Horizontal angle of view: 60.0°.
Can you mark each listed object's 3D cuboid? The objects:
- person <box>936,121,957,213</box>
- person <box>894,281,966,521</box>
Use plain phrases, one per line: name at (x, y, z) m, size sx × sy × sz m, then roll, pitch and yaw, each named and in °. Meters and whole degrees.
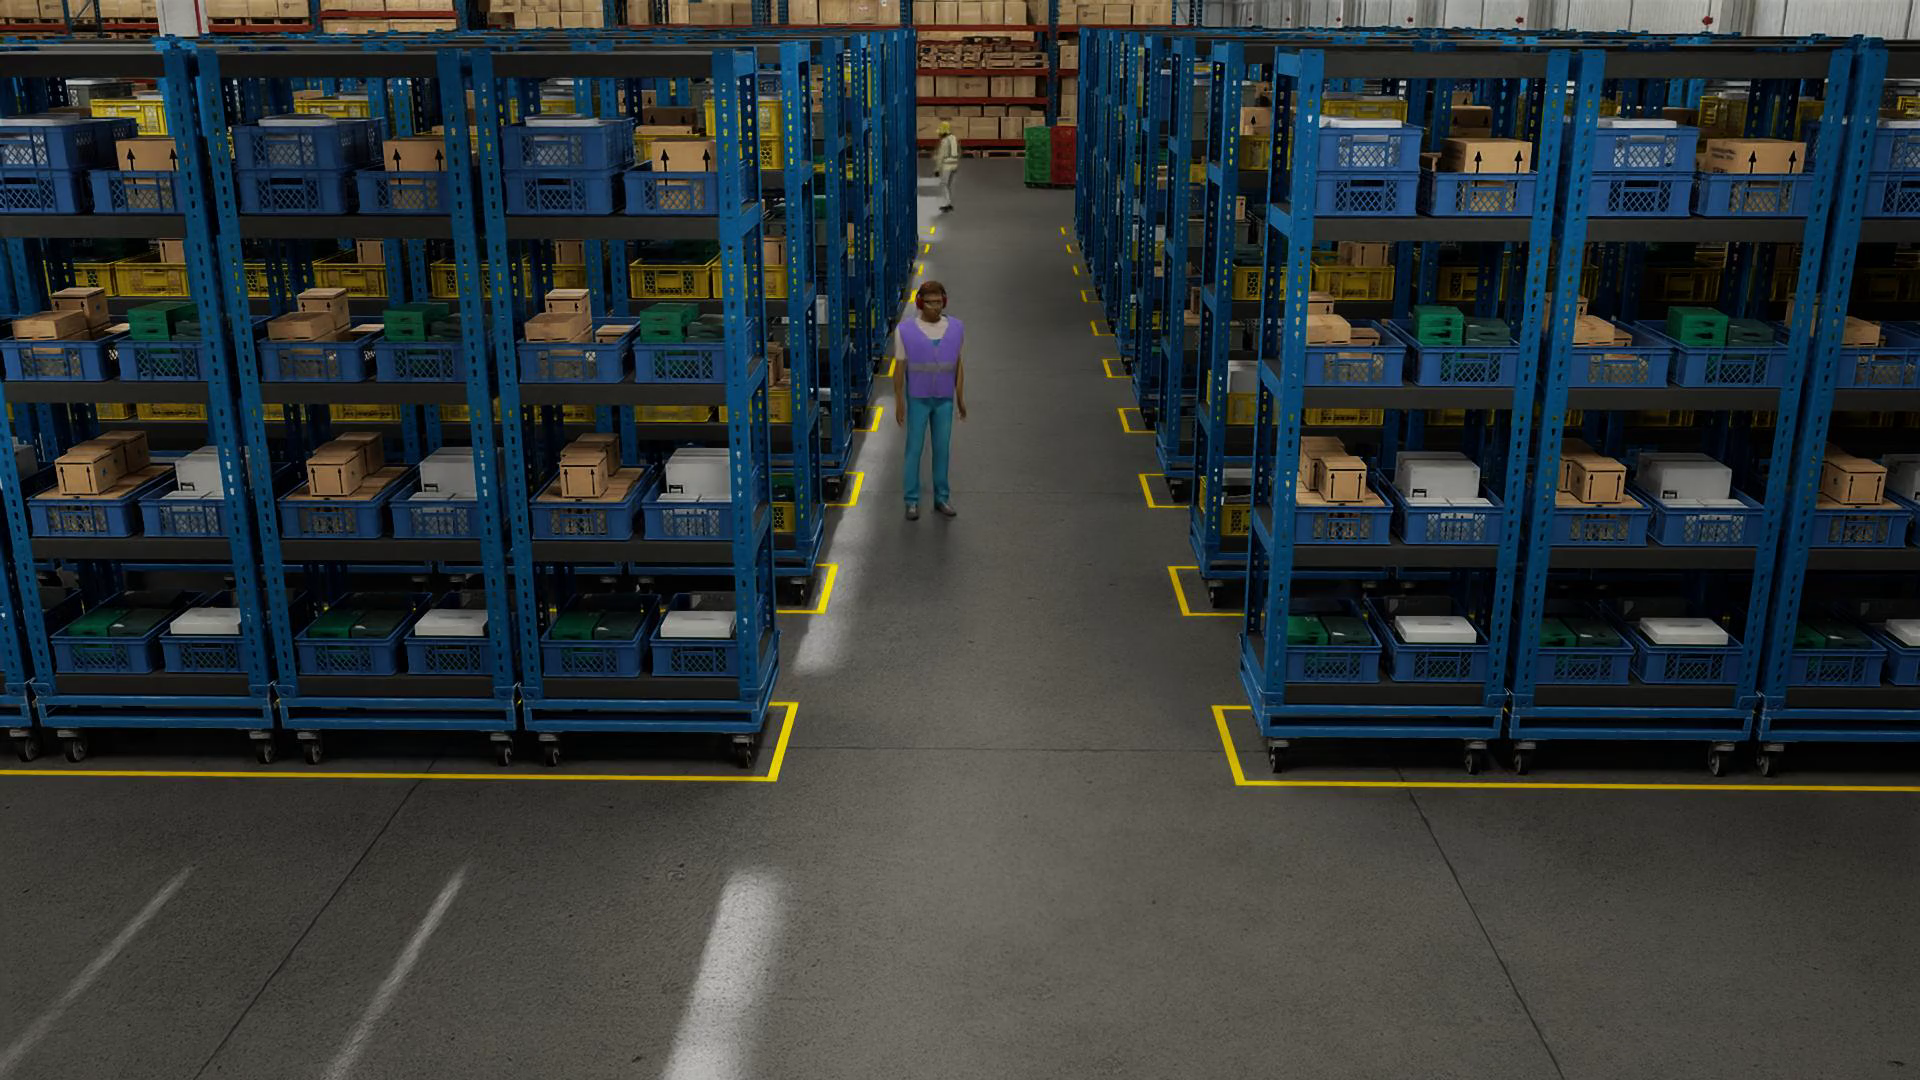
person at (-0.255, -7.442, 33.161) m, size 0.522 × 1.793 × 0.664 m, roll 9°, pitch 19°, yaw 26°
person at (-0.237, -1.078, 12.779) m, size 0.571 × 1.840 × 0.373 m, roll -7°, pitch 19°, yaw -20°
